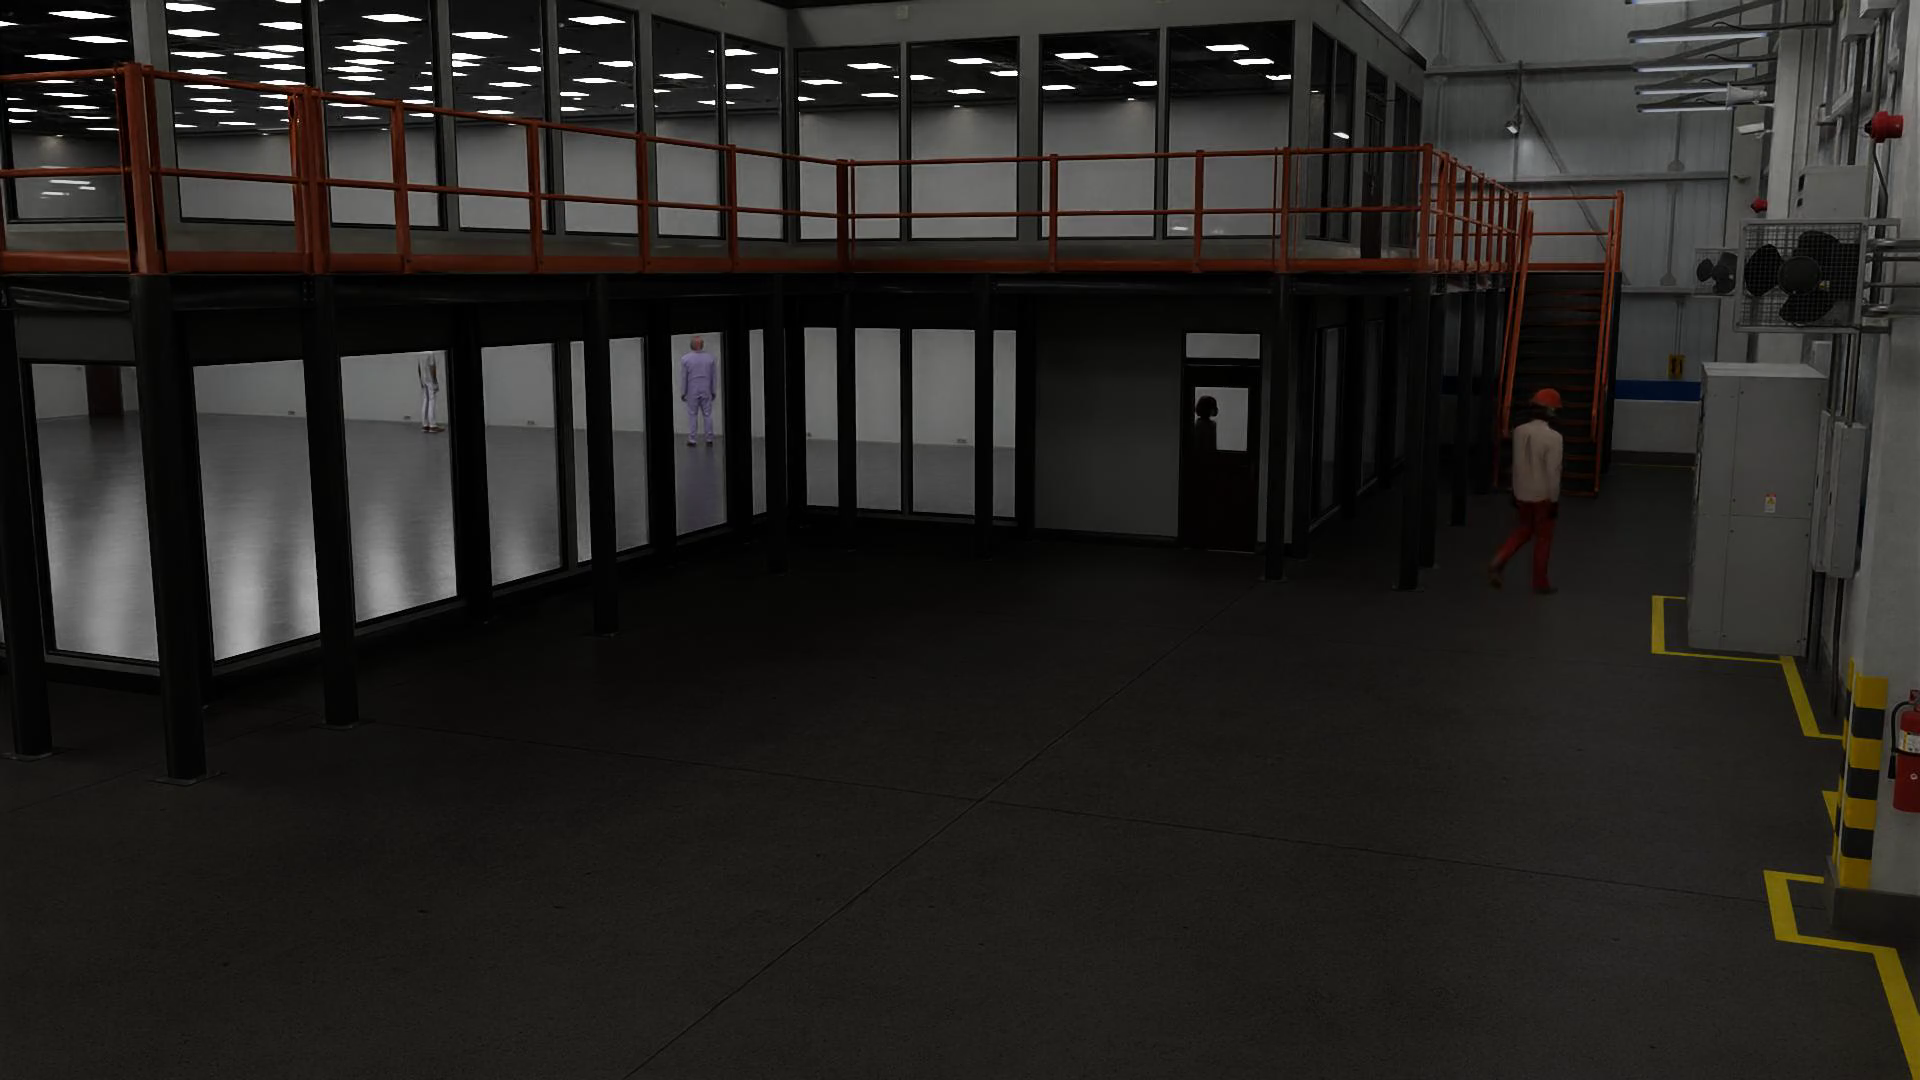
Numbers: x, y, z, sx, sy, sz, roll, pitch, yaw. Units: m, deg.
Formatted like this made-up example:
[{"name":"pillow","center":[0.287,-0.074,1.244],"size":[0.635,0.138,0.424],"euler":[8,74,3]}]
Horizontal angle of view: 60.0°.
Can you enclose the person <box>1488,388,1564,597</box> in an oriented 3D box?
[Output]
[{"name":"person","center":[5.313,-0.428,15.513],"size":[0.671,1.969,0.641],"euler":[-5,10,-27]}]
